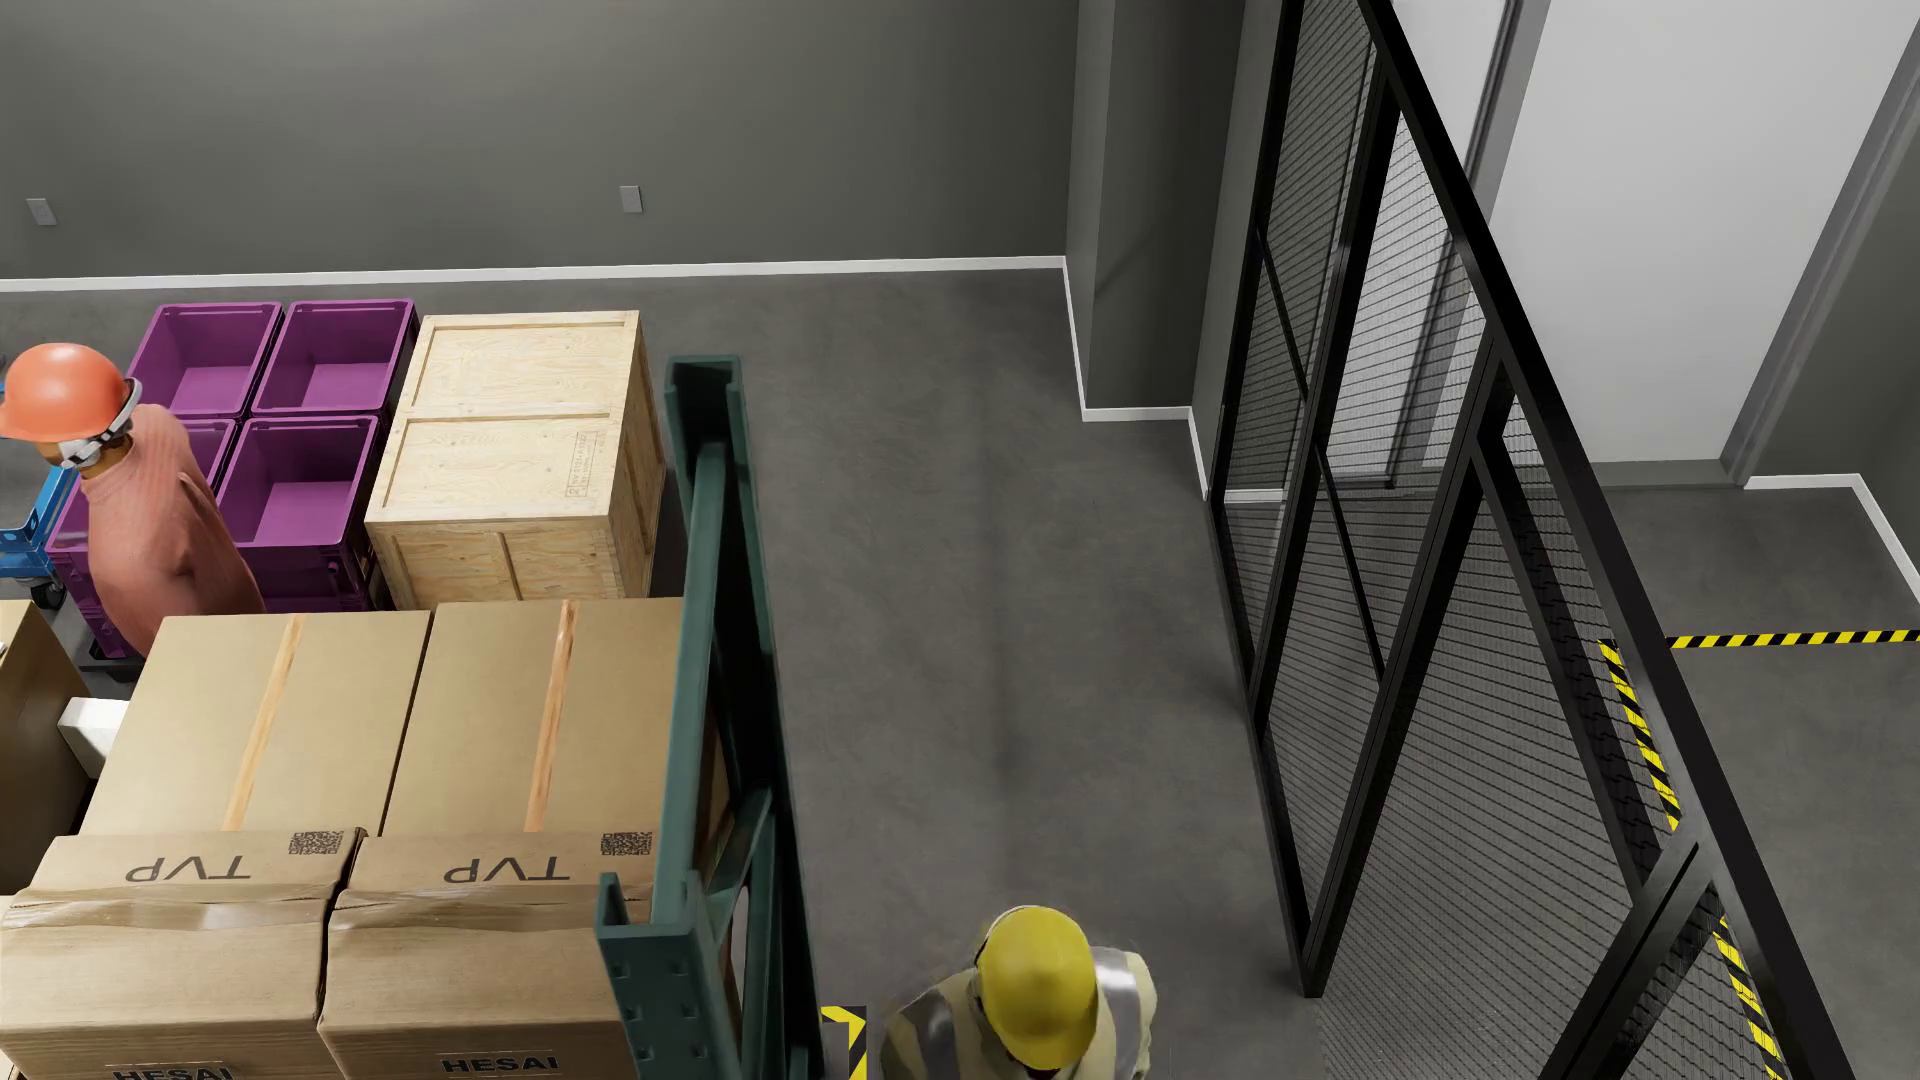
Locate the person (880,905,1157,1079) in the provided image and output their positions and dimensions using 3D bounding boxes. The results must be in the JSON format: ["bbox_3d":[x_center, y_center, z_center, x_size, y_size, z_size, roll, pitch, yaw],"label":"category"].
[{"bbox_3d":[0.108,1.259,3.648,0.595,1.807,0.734,-11,47,-10],"label":"person"}]

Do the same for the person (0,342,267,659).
[{"bbox_3d":[-2.046,0.261,4.468,0.382,1.996,0.608,-11,47,-11],"label":"person"}]

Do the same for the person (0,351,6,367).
[{"bbox_3d":[-4.032,-1.264,5.963,0.364,1.939,0.636,-4,46,-3],"label":"person"}]
